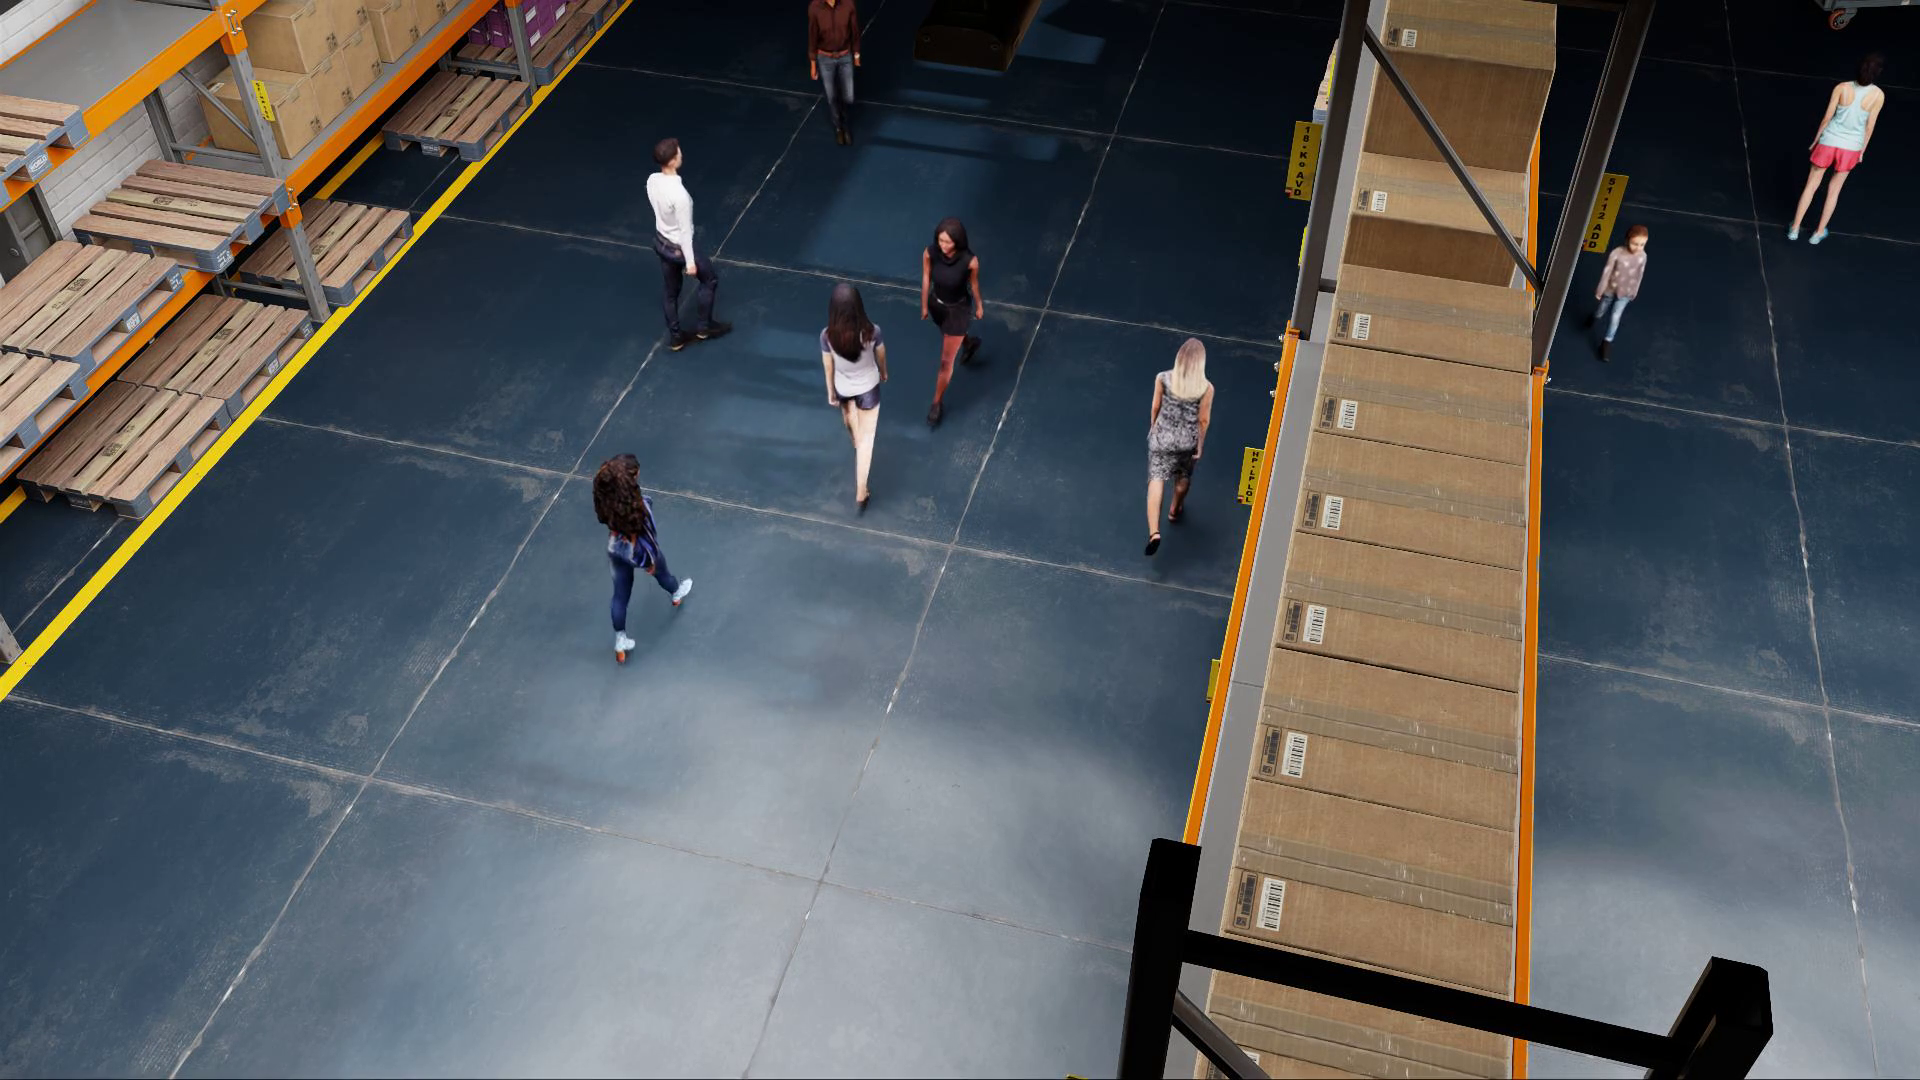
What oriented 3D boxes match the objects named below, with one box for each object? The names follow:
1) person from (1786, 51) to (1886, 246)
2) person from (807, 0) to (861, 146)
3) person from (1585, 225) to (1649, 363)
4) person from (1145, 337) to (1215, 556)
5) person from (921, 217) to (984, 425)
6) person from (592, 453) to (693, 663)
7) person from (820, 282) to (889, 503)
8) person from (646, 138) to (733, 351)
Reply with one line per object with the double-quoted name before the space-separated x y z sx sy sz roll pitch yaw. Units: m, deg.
"person" 7.585 -3.389 14.361 0.647 1.765 0.627 21 48 21
"person" -1.184 -4.547 15.576 0.746 1.767 0.729 -5 44 -6
"person" 5.268 -2.041 13.369 0.512 1.182 0.759 7 44 7
"person" 1.475 -0.624 11.519 0.594 1.682 1.001 9 44 10
"person" -0.031 -1.776 12.713 0.718 1.703 1.211 19 47 19
"person" -2.170 0.134 10.802 0.756 1.574 1.077 18 46 18
"person" -0.751 -1.041 11.971 0.784 1.662 1.204 2 44 2
"person" -2.308 -2.278 13.131 0.919 1.854 0.843 -33 53 -30
